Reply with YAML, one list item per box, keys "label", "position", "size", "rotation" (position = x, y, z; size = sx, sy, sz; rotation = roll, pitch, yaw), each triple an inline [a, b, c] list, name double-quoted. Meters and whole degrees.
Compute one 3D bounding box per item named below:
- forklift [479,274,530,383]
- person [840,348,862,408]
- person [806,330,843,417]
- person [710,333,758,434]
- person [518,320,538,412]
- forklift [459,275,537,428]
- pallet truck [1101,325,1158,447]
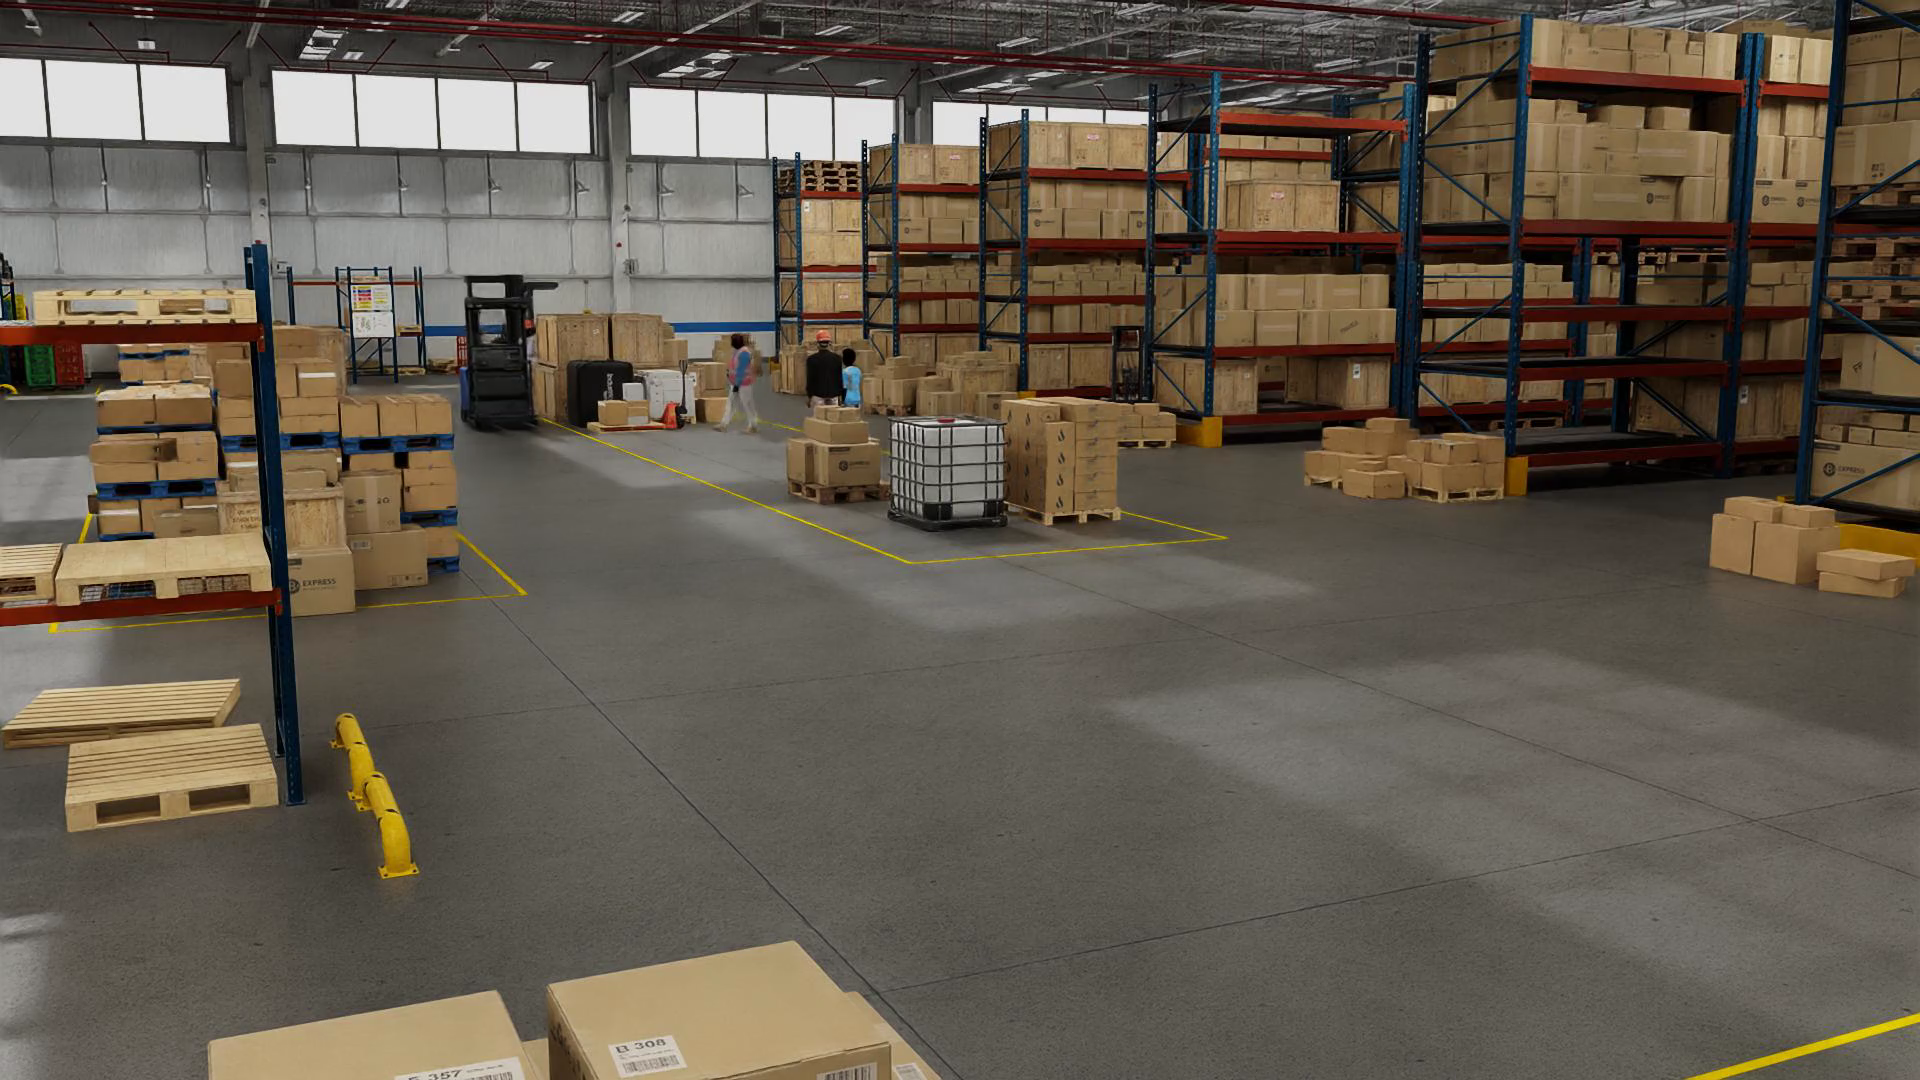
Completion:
- label: "forklift"
  position: [-11.349, -5.369, 42.398]
  size: [1.873, 2.768, 1.129]
  rotation: [-4, 10, -25]
- label: "person"
  position: [-1.737, -2.163, 26.161]
  size: [0.318, 1.700, 0.535]
  rotation: [4, 10, 23]
- label: "person"
  position: [-2.109, -2.253, 25.804]
  size: [0.613, 1.995, 0.391]
  rotation: [-5, 10, -28]
- label: "person"
  position: [-4.028, -2.770, 29.615]
  size: [0.894, 1.807, 0.628]
  rotation: [-4, 10, -24]
- label: "person"
  position: [-8.913, -3.577, 34.289]
  size: [0.562, 1.911, 0.757]
  rotation: [1, 9, 7]
- label: "forklift"
  position: [-8.755, -3.567, 31.216]
  size: [1.129, 2.768, 1.873]
  rotation: [-4, 10, -26]
- label: "pallet truck"
  position: [2.881, -2.596, 27.923]
  size: [0.823, 1.965, 1.885]
  rotation: [-1, 9, -7]
